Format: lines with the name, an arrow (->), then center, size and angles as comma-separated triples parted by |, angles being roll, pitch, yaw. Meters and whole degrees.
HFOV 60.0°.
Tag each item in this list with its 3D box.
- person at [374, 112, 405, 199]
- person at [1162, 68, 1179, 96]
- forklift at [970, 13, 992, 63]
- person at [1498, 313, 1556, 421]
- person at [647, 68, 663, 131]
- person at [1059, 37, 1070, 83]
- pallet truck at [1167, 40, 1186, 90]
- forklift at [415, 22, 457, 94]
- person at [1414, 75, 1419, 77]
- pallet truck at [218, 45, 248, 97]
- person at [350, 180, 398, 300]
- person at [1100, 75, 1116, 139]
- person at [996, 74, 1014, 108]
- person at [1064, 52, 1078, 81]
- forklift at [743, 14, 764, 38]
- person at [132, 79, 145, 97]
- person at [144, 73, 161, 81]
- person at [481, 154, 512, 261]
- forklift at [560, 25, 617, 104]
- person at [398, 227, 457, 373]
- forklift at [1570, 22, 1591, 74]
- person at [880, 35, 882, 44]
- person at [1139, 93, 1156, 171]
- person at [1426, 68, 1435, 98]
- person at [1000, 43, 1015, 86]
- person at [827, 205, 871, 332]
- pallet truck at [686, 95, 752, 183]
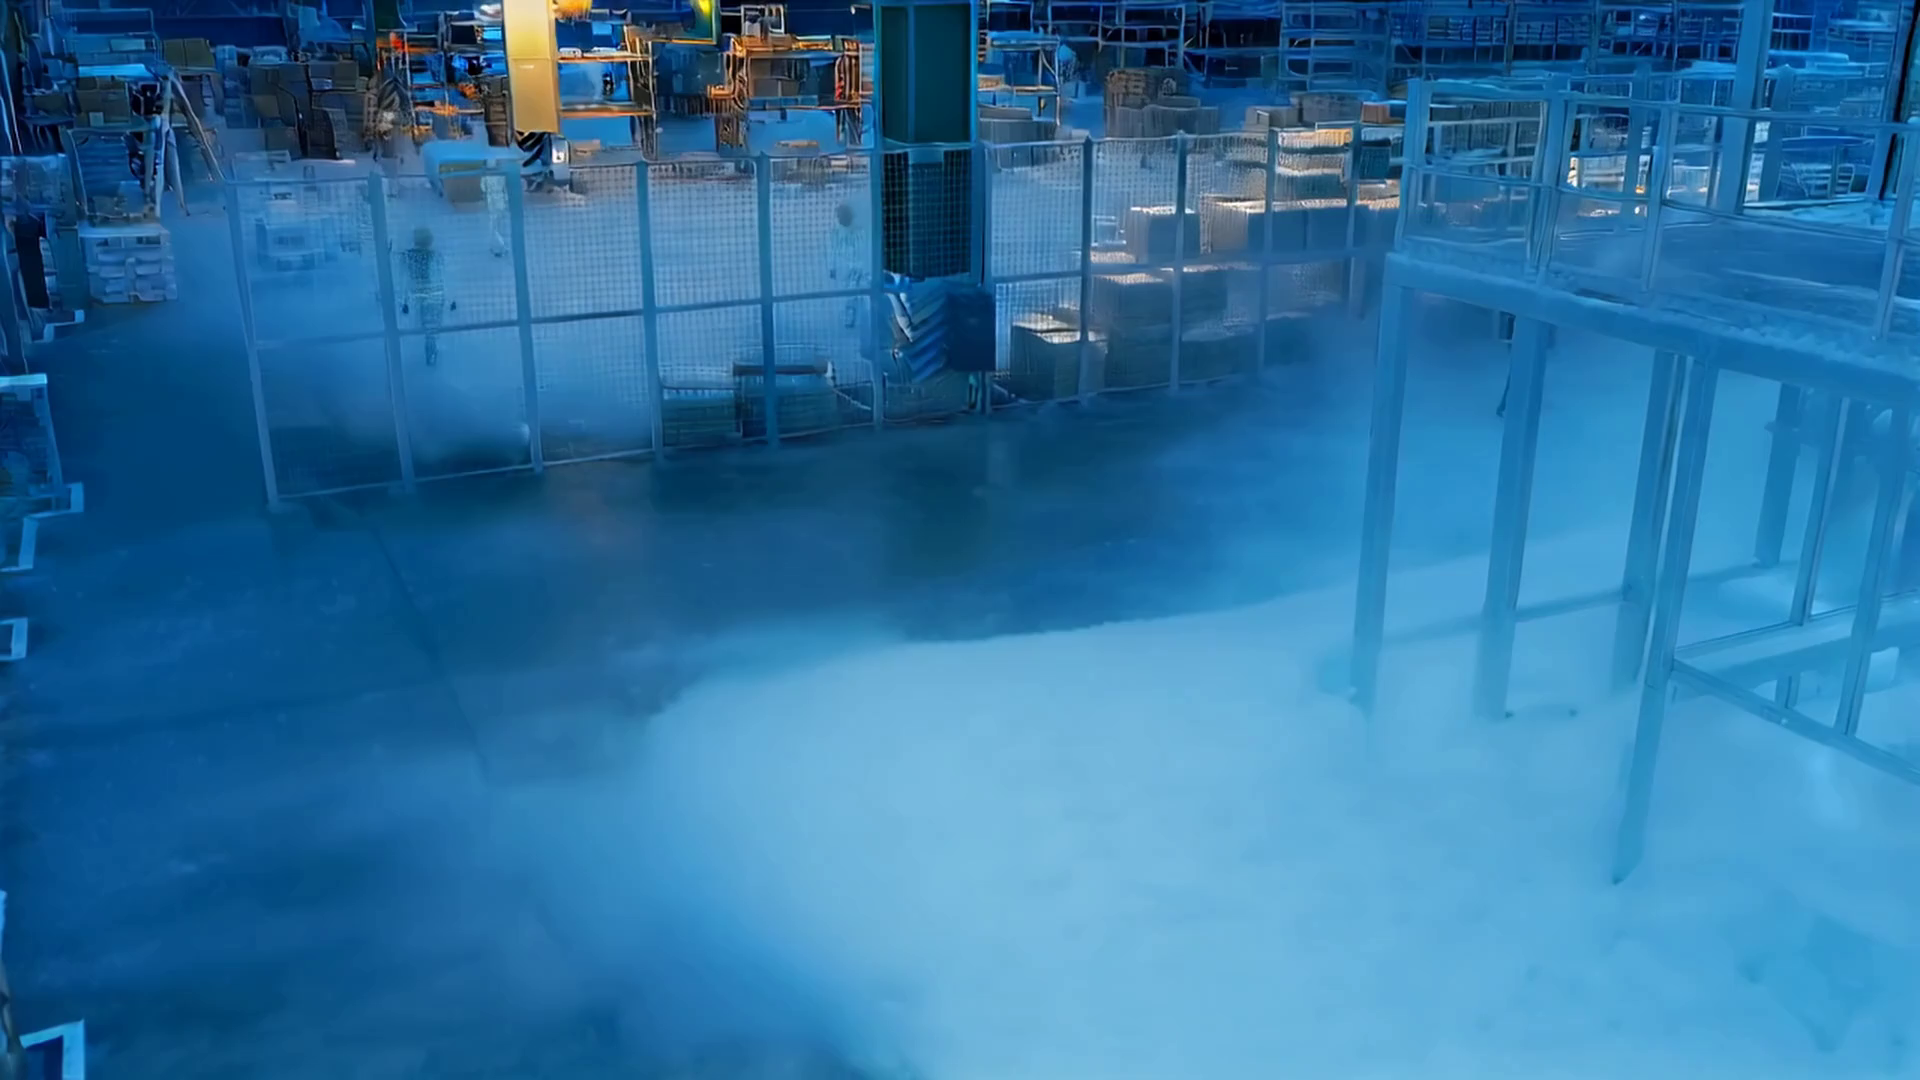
person -> -12.632, -8.497, 36.779 | 0.638, 1.894, 0.458 | 1, 19, 3
person -> 6.530, -13.854, 52.291 | 0.631, 1.918, 0.845 | -9, 21, -25
forklift -> 0.689, -23.842, 79.785 | 1.129, 2.768, 1.873 | -9, 21, -25
person -> 6.492, -2.259, 18.757 | 0.817, 1.854, 0.607 | -6, 20, -16
person -> -9.585, -13.806, 52.113 | 0.367, 1.940, 0.635 | -10, 22, -28
person -> 4.629, -21.177, 73.436 | 0.645, 1.967, 0.594 | -11, 22, -28
pallet truck -> 9.045, -19.971, 69.895 | 0.823, 1.965, 1.885 | -3, 19, -8
forklift -> -21.449, -19.504, 67.209 | 1.129, 2.768, 1.873 | 10, 22, 27
person -> 14.020, -13.392, 51.188 | 0.522, 1.760, 0.330 | -18, 26, -42
pallet truck -> -28.879, -18.665, 66.111 | 0.823, 1.965, 1.885 | -3, 19, -9
person -> -8.968, -4.586, 25.451 | 0.639, 1.892, 0.620 | -12, 23, -32
person -> 4.433, -12.939, 49.729 | 0.502, 1.861, 0.334 | 14, 24, 36
person -> 1.334, -12.963, 49.755 | 0.575, 1.881, 0.356 | 8, 20, 21
person -> 4.497, -19.044, 67.725 | 0.536, 1.656, 0.815 | -6, 20, -16
forklift -> -9.687, -23.327, 78.290 | 1.129, 2.768, 1.873 | -9, 21, -25
person -> -25.372, -13.404, 51.417 | 0.524, 1.632, 0.321 | 5, 20, 15
person -> -26.137, -14.434, 53.962 | 0.602, 1.910, 0.622 | 18, 26, 42
person -> -8.106, -5.815, 29.106 | 0.520, 1.840, 0.806 | -16, 25, -39
forklift -> -14.056, -17.891, 62.534 | 1.873, 2.768, 1.129 | -9, 21, -25
person -> -6.755, -3.093, 21.264 | 0.660, 1.796, 0.931 | 1, 19, 2
forklift -> 24.650, -19.207, 66.349 | 1.873, 2.768, 1.129 | -9, 21, -25
person -> -3.773, -23.951, 81.534 | 0.543, 1.931, 0.371 | 7, 20, 19
person -> 4.760, -10.323, 42.110 | 0.369, 1.887, 0.670 | 3, 19, 8
person -> 16.094, -15.369, 57.094 | 0.514, 1.641, 0.315 | -16, 25, -38
person -> 1.988, -19.574, 68.834 | 0.627, 1.940, 0.372 | 3, 19, 10
person -> -1.539, -3.924, 23.731 | 0.634, 1.785, 0.938 | 9, 21, 25
pallet truck -> -5.836, -9.608, 39.856 | 0.823, 1.965, 1.885 | 10, 22, 27
